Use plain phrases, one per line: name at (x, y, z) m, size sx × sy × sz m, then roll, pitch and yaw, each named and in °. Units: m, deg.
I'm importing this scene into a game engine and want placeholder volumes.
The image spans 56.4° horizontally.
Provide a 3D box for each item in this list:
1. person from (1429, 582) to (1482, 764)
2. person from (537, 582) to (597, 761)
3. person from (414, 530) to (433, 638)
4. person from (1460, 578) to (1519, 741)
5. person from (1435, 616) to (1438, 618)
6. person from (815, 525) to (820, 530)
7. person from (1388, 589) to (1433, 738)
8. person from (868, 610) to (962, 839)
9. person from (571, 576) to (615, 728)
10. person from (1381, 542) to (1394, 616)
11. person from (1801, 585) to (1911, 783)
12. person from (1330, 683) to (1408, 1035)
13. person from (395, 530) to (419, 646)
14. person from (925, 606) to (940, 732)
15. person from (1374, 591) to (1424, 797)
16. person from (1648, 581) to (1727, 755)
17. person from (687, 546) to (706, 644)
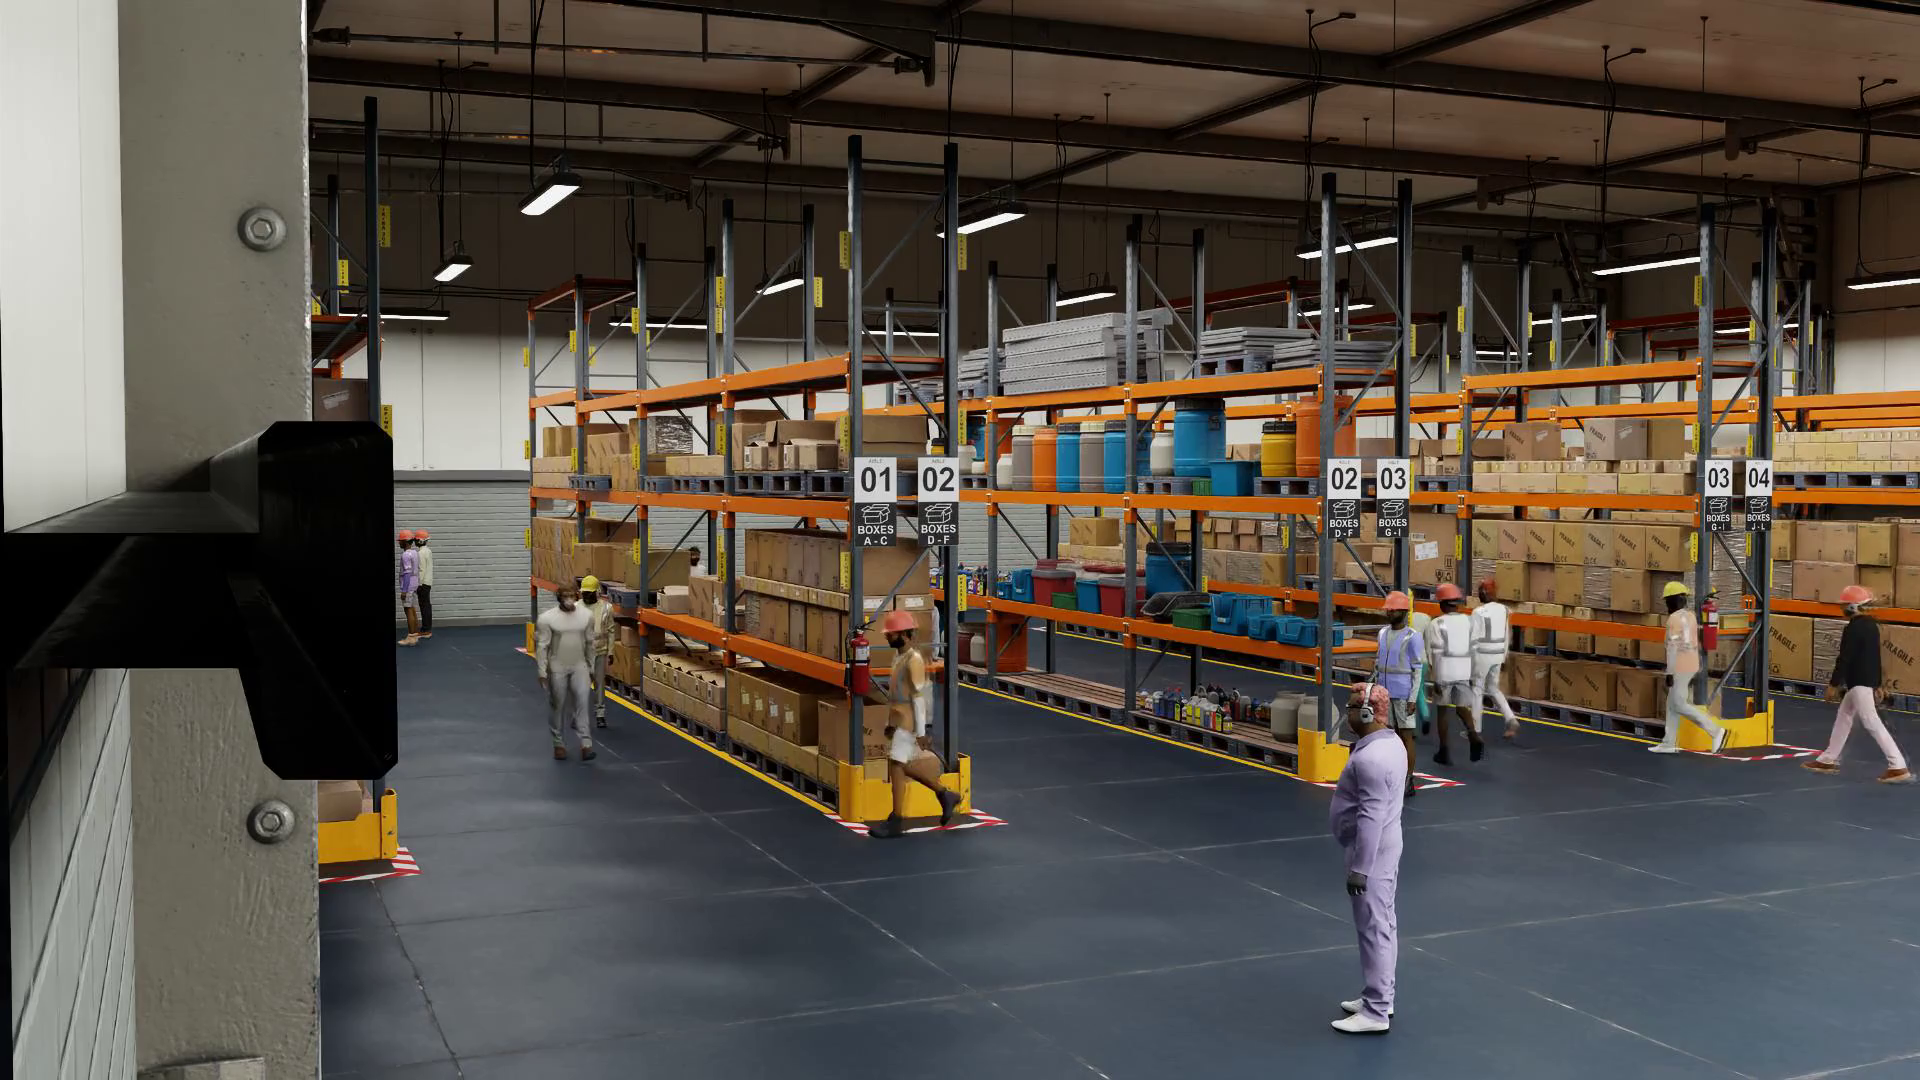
person at (5.168, 1.399, 18.680) m, size 0.551 × 1.915 × 0.659 m, roll 0°, pitch 2°, yaw -11°
person at (-4.122, 1.398, 18.921) m, size 0.665 × 1.892 × 0.981 m, roll -1°, pitch 2°, yaw -27°
person at (-9.943, 0.804, 33.148) m, size 0.374 × 1.997 × 0.613 m, roll 0°, pitch 2°, yaw -6°
person at (6.003, 1.358, 20.336) m, size 0.594 × 1.867 × 0.667 m, roll -1°, pitch 3°, yaw -33°
person at (7.787, 1.030, 28.498) m, size 0.595 × 1.900 × 0.462 m, roll -1°, pitch 2°, yaw -13°
person at (-3.127, 0.635, 38.015) m, size 0.608 × 1.959 × 0.380 m, roll 2°, pitch 3°, yaw 38°
person at (5.171, 1.405, 20.597) m, size 0.557 × 1.742 × 0.378 m, roll 0°, pitch 2°, yaw -9°
person at (-0.374, 1.538, 15.157) m, size 0.764 × 1.914 × 0.553 m, roll 0°, pitch 2°, yaw -12°
person at (-4.446, 1.336, 21.514) m, size 0.587 × 1.822 × 0.403 m, roll 0°, pitch 2°, yaw -10°
person at (7.442, 0.963, 30.393) m, size 1.016 × 1.886 × 0.641 m, roll 1°, pitch 2°, yaw 14°
person at (8.990, 1.423, 17.881) m, size 1.067 × 1.938 × 0.631 m, roll 2°, pitch 3°, yaw 44°
person at (2.248, 1.740, 9.901) m, size 0.409 × 1.909 × 0.640 m, roll 1°, pitch 2°, yaw 22°
person at (-9.761, 0.840, 31.599) m, size 0.382 × 2.041 × 0.616 m, roll 0°, pitch 2°, yaw -3°
person at (-0.531, 1.350, 21.054) m, size 0.596 × 1.828 × 0.403 m, roll -1°, pitch 2°, yaw -19°
person at (4.134, 1.450, 16.998) m, size 0.347 × 1.943 × 0.544 m, roll -1°, pitch 3°, yaw -34°
person at (7.880, 1.393, 19.351) m, size 0.758 × 1.882 × 0.647 m, roll 2°, pitch 3°, yaw 38°
person at (-4.335, 1.024, 29.239) m, size 0.530 × 1.849 × 0.499 m, roll -1°, pitch 3°, yaw -34°
